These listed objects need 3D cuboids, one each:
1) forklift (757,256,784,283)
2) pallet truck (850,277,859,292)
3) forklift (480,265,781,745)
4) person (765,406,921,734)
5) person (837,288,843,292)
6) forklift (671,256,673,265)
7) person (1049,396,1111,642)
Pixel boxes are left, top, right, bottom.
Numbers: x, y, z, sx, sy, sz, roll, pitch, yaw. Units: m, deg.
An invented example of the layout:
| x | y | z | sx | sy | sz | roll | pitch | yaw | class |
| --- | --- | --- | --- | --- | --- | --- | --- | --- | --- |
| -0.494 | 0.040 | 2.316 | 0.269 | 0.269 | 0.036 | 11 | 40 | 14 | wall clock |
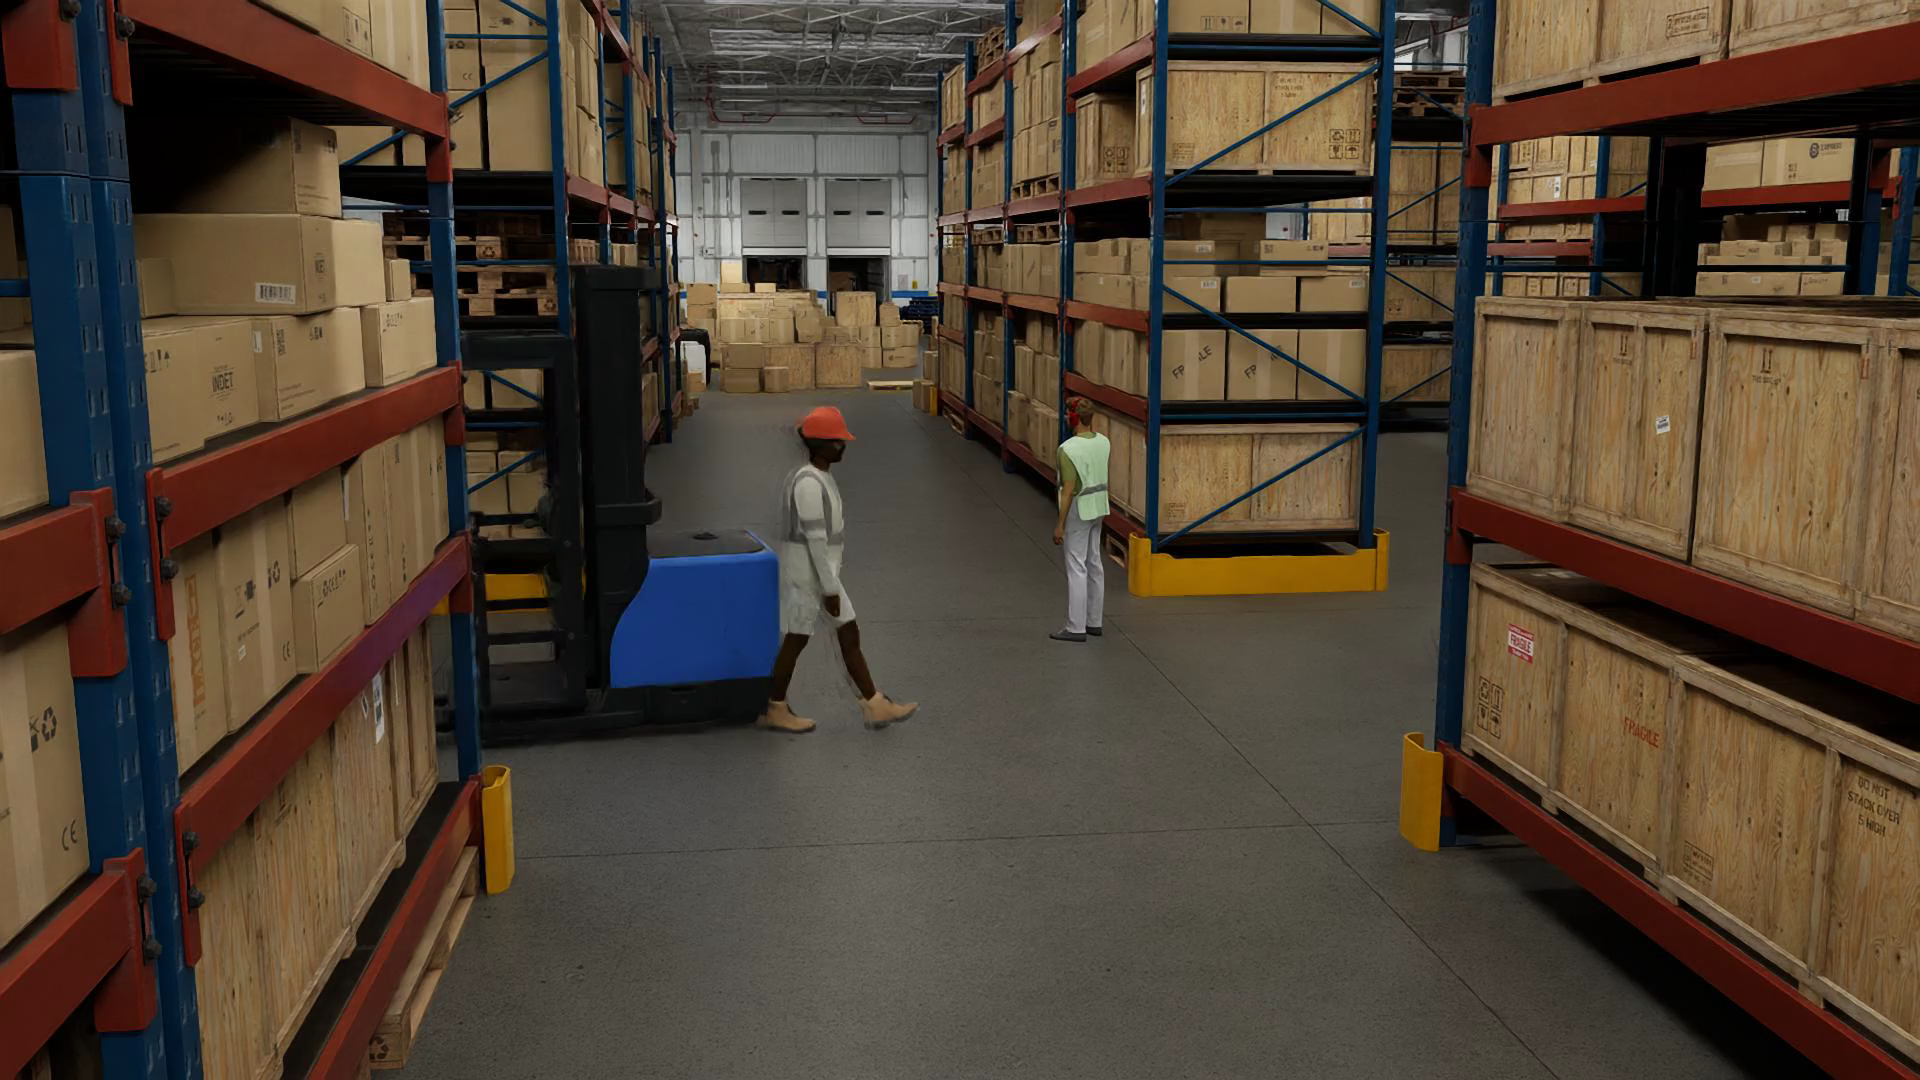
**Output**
| x | y | z | sx | sy | sz | roll | pitch | yaw | class |
| --- | --- | --- | --- | --- | --- | --- | --- | --- | --- |
| -6.951 | -9.037 | 61.177 | 1.129 | 2.768 | 1.873 | -7 | 12 | -34 | forklift |
| -3.782 | -9.391 | 65.808 | 1.885 | 1.965 | 0.823 | 2 | 10 | 10 | pallet truck |
| -2.119 | -0.291 | 10.259 | 1.873 | 2.768 | 1.129 | -3 | 10 | -17 | forklift |
| -0.731 | 0.206 | 9.930 | 1.024 | 1.990 | 0.629 | 1 | 10 | 7 | person |
| -4.562 | -8.831 | 63.655 | 0.341 | 1.613 | 0.660 | 6 | 11 | 31 | person |
| -10.987 | -9.066 | 61.344 | 1.129 | 2.768 | 1.873 | -1 | 10 | -7 | forklift |
| 0.916 | -0.155 | 12.471 | 0.389 | 1.847 | 0.567 | 7 | 12 | 37 | person |
